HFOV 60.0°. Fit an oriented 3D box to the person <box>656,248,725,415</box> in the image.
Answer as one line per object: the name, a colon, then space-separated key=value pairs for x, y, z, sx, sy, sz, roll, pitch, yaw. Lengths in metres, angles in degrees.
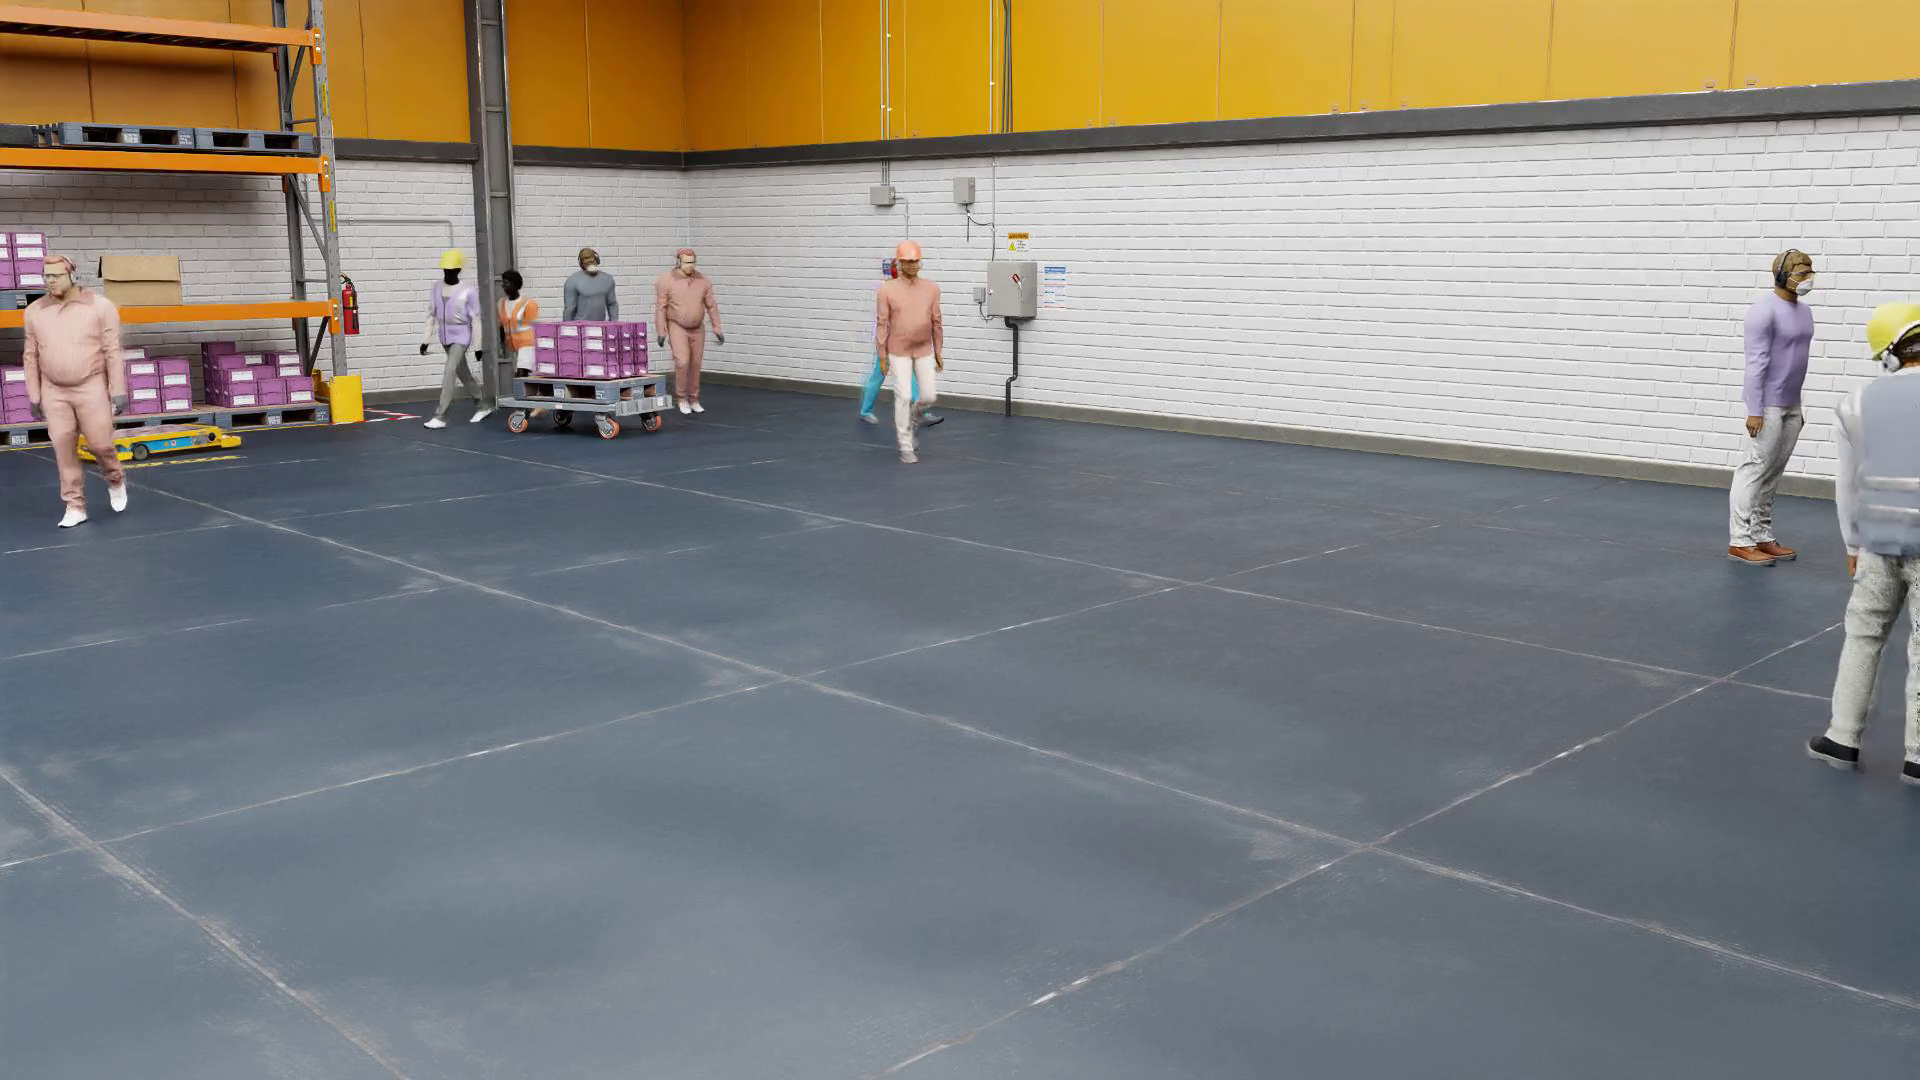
person: x=-3.063 y=-2.358 z=18.852 sx=0.711 sy=1.873 sz=0.625 roll=-7 pitch=12 yaw=-33

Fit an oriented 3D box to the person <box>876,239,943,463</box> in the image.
person: x=-0.465 y=-1.688 z=14.893 sx=0.629 sy=1.983 sz=0.536 roll=-4 pitch=11 yaw=-21

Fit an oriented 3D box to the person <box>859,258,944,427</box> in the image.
person: x=-0.662 y=-2.091 z=17.635 sx=1.018 sy=1.791 sz=0.570 roll=7 pitch=13 yaw=35

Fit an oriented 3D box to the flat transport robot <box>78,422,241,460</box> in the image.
flat transport robot: x=-7.482 y=-0.917 z=15.375 sx=0.652 sy=0.197 sz=1.431 roll=6 pitch=12 yaw=30

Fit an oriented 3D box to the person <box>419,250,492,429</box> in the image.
person: x=-5.345 y=-2.136 z=17.679 sx=0.595 sy=1.872 sz=1.041 roll=6 pitch=12 yaw=29

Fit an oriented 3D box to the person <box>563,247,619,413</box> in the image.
person: x=-4.315 y=-2.427 z=19.222 sx=0.869 sy=1.901 sz=0.647 roll=9 pitch=14 yaw=42

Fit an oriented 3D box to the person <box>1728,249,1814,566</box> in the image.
person: x=5.033 y=-0.818 z=10.281 sx=0.632 sy=1.938 sz=0.359 roll=-8 pitch=13 yaw=-38

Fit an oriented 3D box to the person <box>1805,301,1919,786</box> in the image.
person: x=3.551 y=0.027 z=6.135 sx=0.406 sy=1.782 sz=0.679 roll=-6 pitch=12 yaw=-29

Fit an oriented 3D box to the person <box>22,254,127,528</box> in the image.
person: x=-6.187 y=-1.047 z=11.640 sx=0.671 sy=1.893 sz=0.542 roll=-1 pitch=10 yaw=-6

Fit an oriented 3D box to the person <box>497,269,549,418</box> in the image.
person: x=-4.762 y=-2.125 z=18.163 sx=0.544 sy=1.665 sz=0.730 roll=6 pitch=12 yaw=30
